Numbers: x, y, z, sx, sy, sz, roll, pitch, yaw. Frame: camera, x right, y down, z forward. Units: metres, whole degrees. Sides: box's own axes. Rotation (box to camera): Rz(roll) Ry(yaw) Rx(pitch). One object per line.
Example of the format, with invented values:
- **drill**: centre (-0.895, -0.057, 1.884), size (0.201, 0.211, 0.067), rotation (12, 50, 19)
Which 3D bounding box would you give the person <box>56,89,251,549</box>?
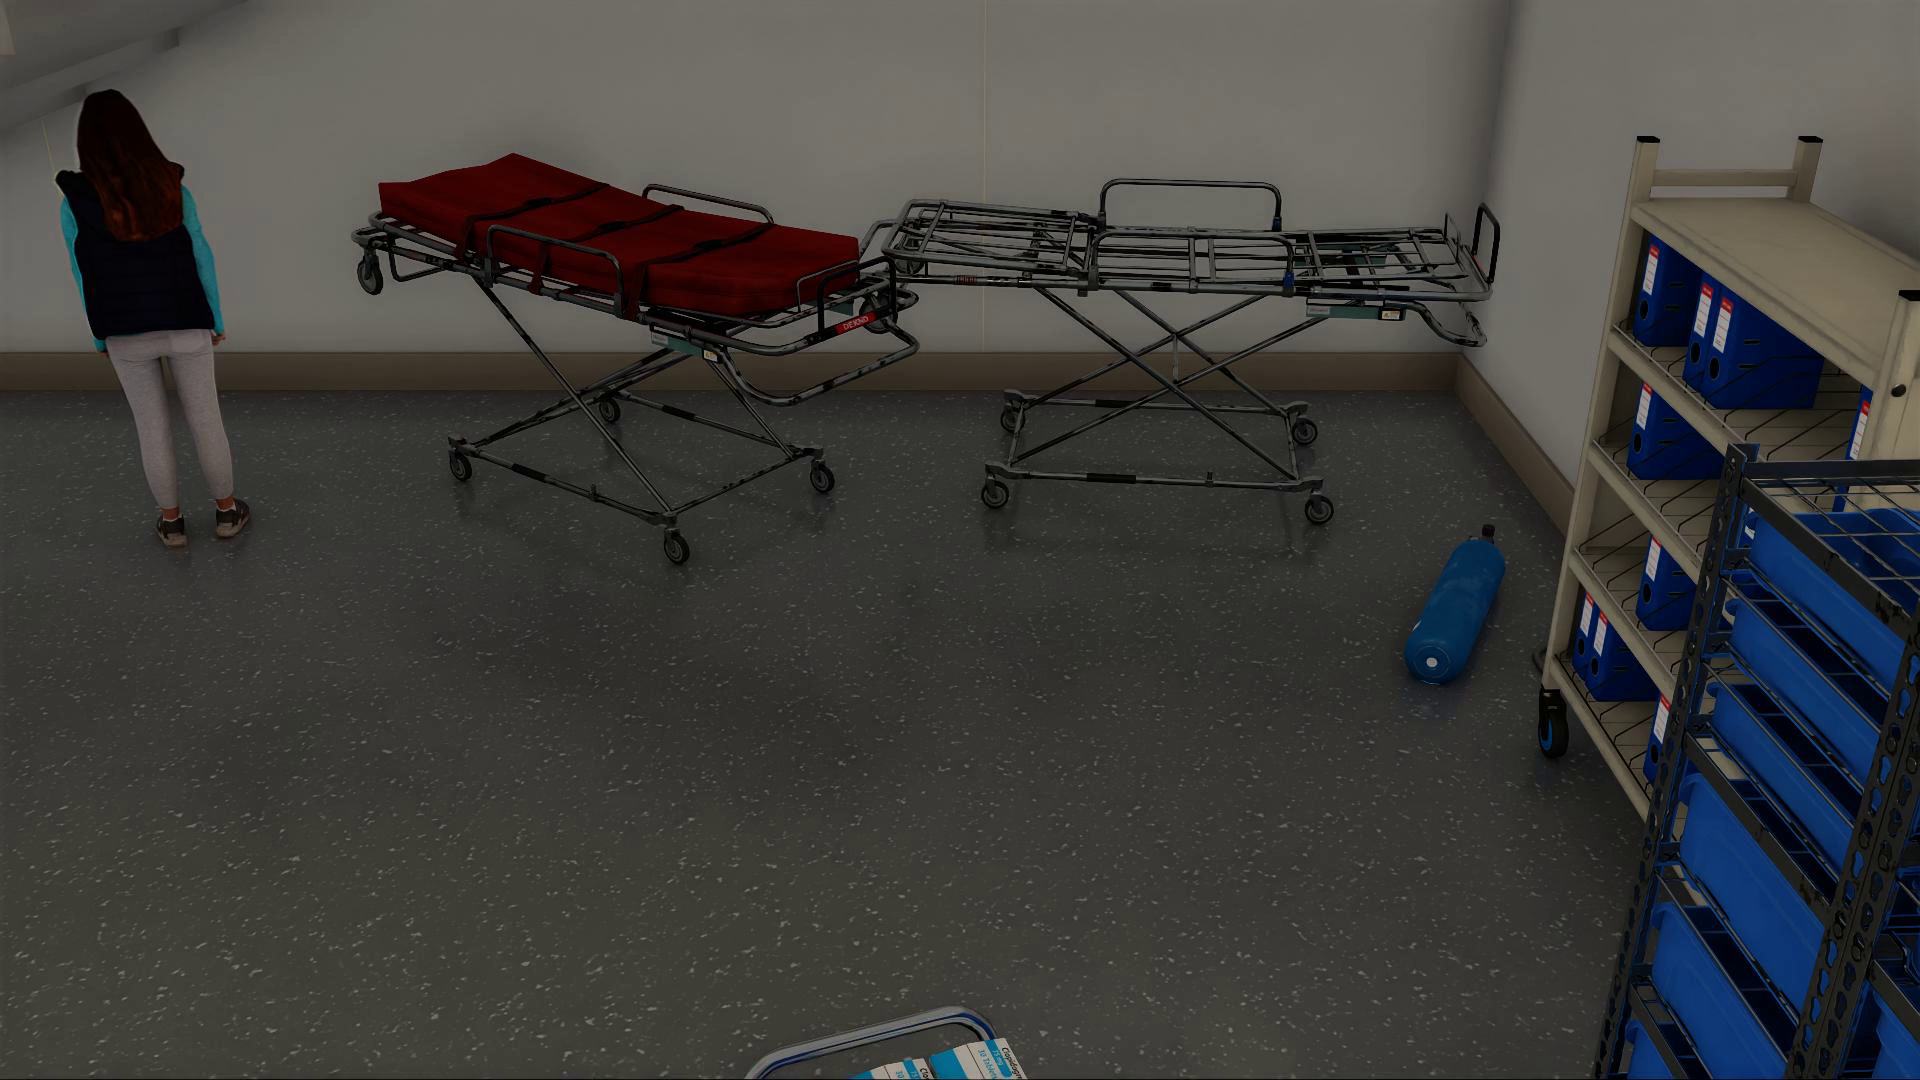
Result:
- **person**: centre (-2.614, -0.703, 5.402), size (0.631, 1.501, 0.720), rotation (-10, 28, -20)
